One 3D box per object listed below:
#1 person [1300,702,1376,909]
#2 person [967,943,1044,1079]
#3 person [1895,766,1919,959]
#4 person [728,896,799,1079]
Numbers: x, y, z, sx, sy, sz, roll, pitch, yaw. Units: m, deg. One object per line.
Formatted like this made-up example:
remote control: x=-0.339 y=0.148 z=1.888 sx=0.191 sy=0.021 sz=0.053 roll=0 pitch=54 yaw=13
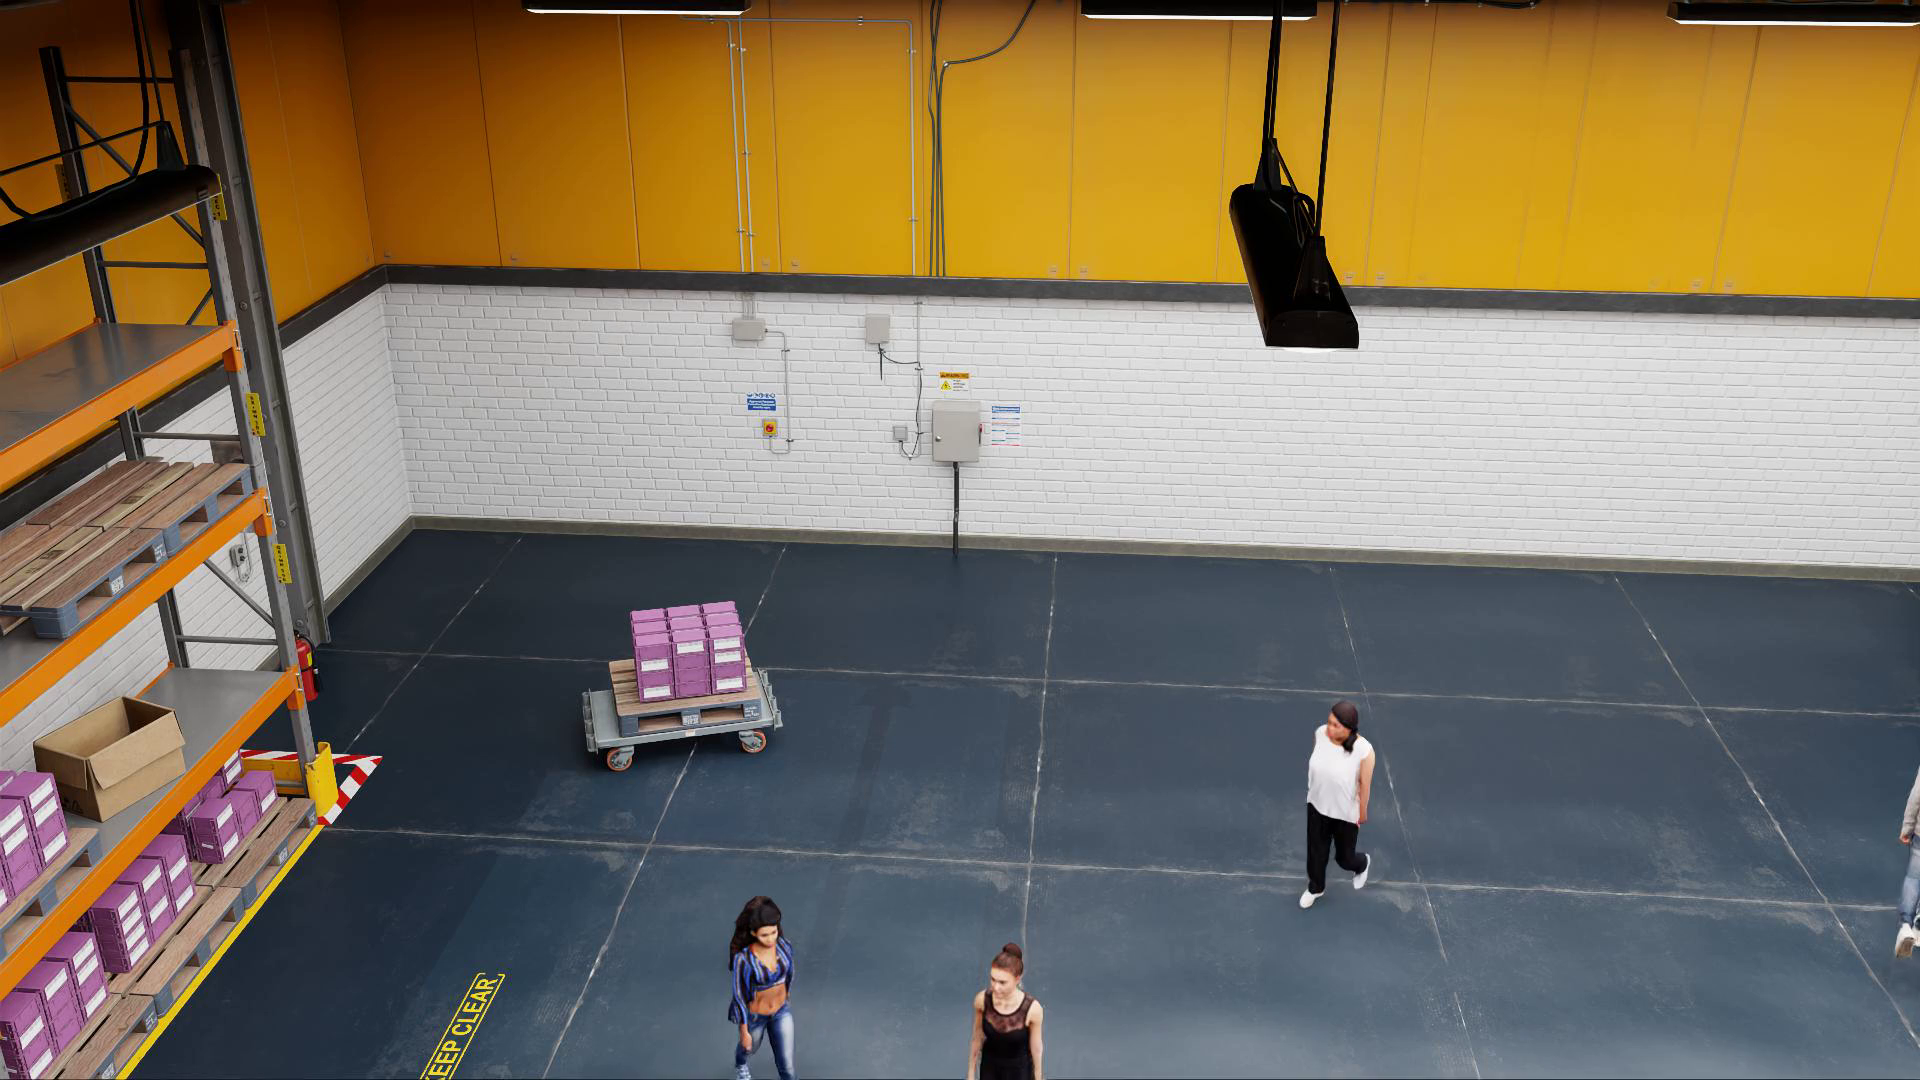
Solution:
person: x=2.780 y=1.907 z=12.147 sx=0.966 sy=1.676 sz=0.906 roll=-18 pitch=30 yaw=-36
person: x=0.314 y=3.020 z=9.617 sx=0.725 sy=1.663 sz=0.811 roll=11 pitch=26 yaw=24
person: x=6.785 y=2.100 z=11.505 sx=0.967 sy=1.836 sz=1.152 roll=14 pitch=27 yaw=30
person: x=-1.230 y=2.854 z=10.100 sx=0.996 sy=1.580 sz=1.140 roll=-14 pitch=27 yaw=-28
